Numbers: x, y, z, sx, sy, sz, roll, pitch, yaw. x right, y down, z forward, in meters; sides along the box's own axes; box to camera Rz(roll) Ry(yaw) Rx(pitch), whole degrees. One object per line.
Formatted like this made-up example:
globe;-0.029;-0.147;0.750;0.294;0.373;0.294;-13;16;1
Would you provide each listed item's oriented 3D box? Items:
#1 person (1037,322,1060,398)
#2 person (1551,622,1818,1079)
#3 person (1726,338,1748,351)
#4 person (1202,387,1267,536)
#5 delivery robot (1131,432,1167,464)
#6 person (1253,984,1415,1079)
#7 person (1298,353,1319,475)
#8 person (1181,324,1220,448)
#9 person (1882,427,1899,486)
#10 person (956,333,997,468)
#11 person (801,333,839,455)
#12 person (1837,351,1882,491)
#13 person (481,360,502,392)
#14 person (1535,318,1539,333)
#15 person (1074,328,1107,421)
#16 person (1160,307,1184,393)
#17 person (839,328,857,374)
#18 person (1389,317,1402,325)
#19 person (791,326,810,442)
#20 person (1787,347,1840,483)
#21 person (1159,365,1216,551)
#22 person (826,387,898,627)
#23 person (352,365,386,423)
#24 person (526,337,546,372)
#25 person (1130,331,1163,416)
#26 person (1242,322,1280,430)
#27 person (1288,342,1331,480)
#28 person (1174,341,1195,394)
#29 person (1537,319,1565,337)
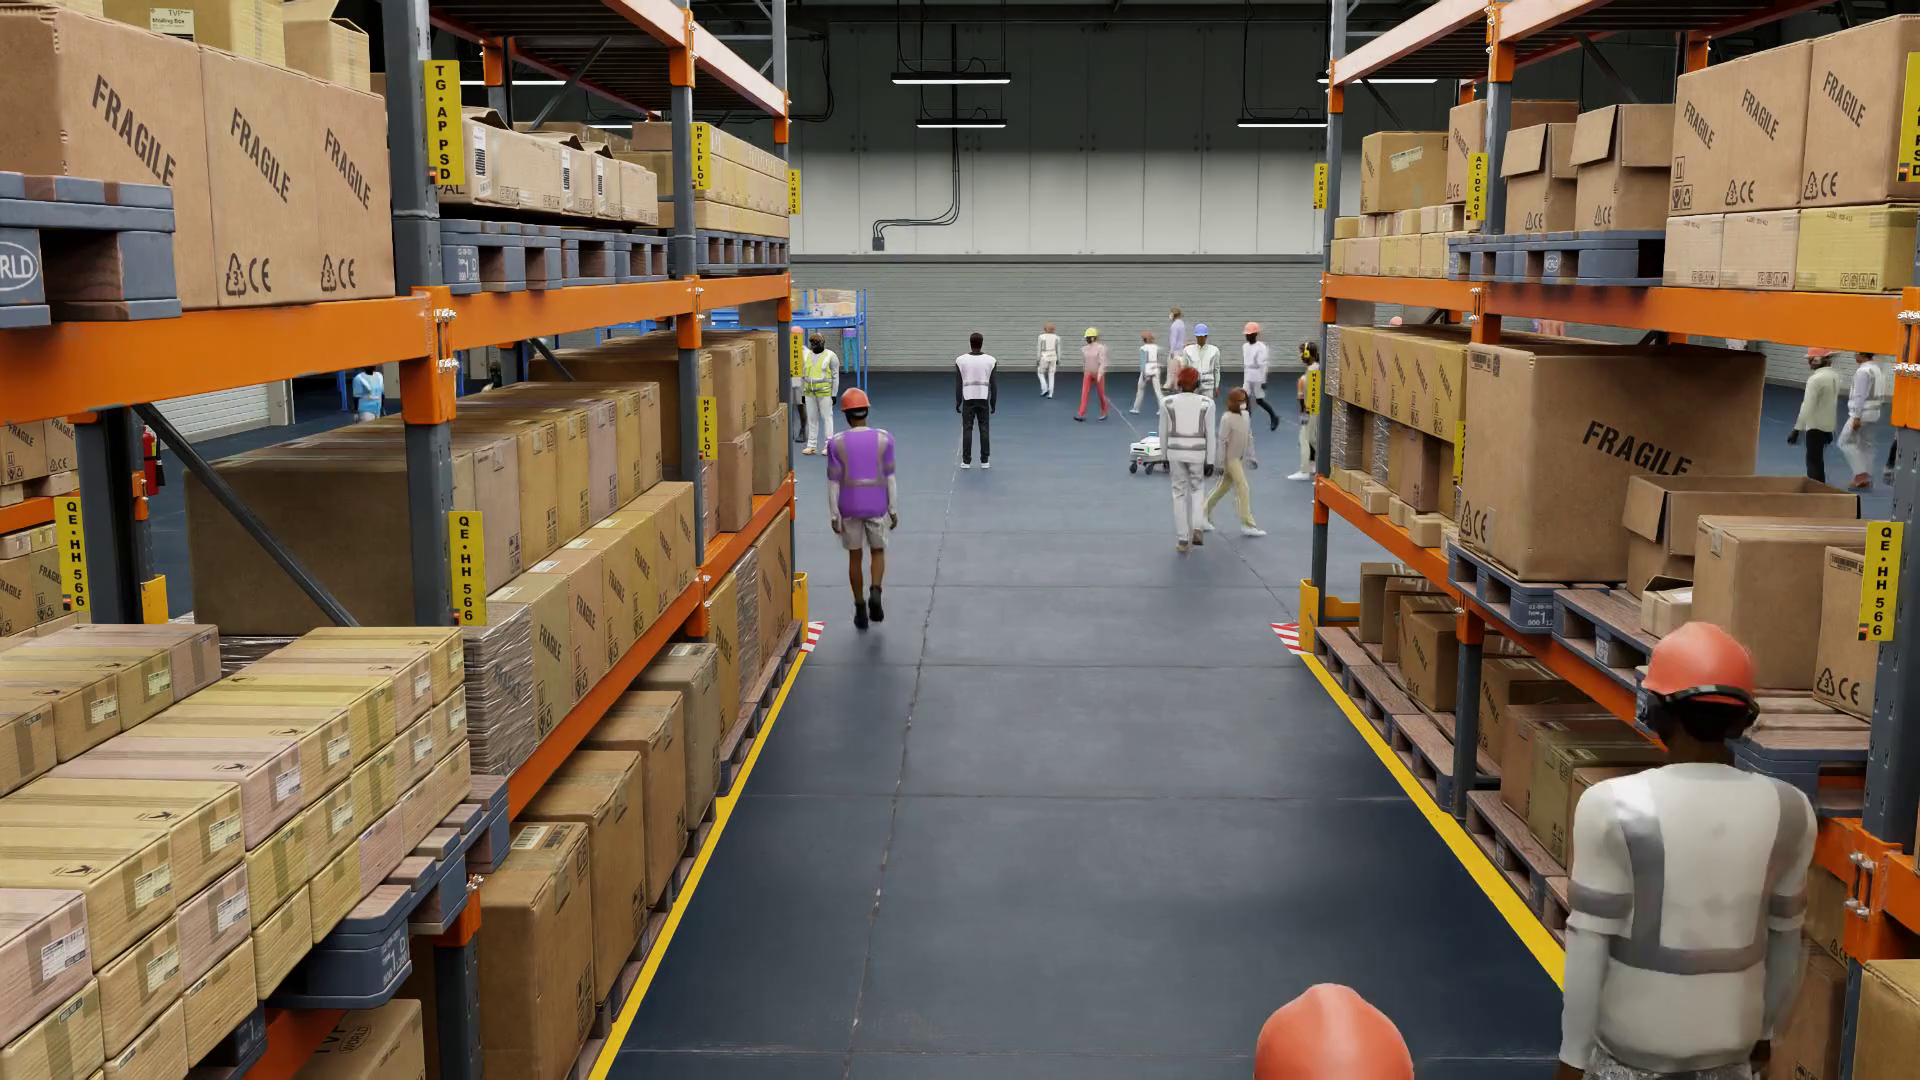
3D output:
person;1.886;-3.849;35.638;0.538;1.623;0.386;-3;10;-18
person;1.785;1.195;4.257;0.635;2.014;0.666;-1;9;-3
person;18.962;-4.807;40.539;0.407;1.908;0.641;-4;10;-21
person;2.894;-0.862;17.857;0.843;1.587;0.497;6;11;34
delivery robot;2.688;-1.263;23.201;0.477;0.478;0.707;8;12;39
person;0.509;1.558;2.382;0.548;1.913;0.664;1;10;6
person;4.862;-1.739;22.849;0.565;1.672;0.459;-4;10;-21
person;3.764;-2.412;26.070;0.614;1.945;0.401;1;10;4
person;9.228;-0.732;16.071;0.643;1.915;0.929;-2;10;-10
person;0.232;-1.973;23.562;0.589;1.913;0.377;-1;10;-6
person;-2.138;-2.204;25.148;0.633;1.839;0.429;5;10;25
person;11.485;-1.593;21.191;0.649;1.932;0.443;-9;13;-44
person;-5.090;-1.119;18.699;0.634;1.822;0.639;4;10;22
person;15.040;-5.226;42.851;0.616;1.991;0.866;0;9;-1
person;2.448;-3.038;30.556;0.526;1.714;0.963;6;11;32
person;4.843;-4.243;37.147;0.787;1.923;0.642;3;10;19
person;-2.900;-5.276;43.527;0.565;1.847;0.396;-3;10;-18
person;7.304;-2.757;27.997;0.612;1.995;0.378;-2;10;-12
person;-2.627;-2.507;26.795;0.559;1.888;0.650;3;10;18
person;9.908;-1.308;19.403;0.655;1.975;0.625;-8;13;-41
person;2.297;-0.835;16.877;0.568;1.866;0.478;1;10;5
person;-0.777;-0.256;13.248;0.570;1.915;0.469;-1;10;-7
person;-8.350;-1.813;23.315;0.639;1.667;0.547;3;10;20
person;-8.134;-3.277;31.717;0.699;1.810;0.361;8;12;40
person;3.620;-3.178;31.732;0.509;1.598;0.875;-7;12;-35
person;5.090;-2.763;28.345;0.852;1.905;0.558;-6;11;-31
person;4.726;-1.725;22.294;0.542;1.856;0.546;3;10;18
person;3.820;-2.544;27.912;0.515;1.604;0.824;-2;10;-9
person;13.837;-4.583;38.936;0.623;1.992;0.396;6;11;33
